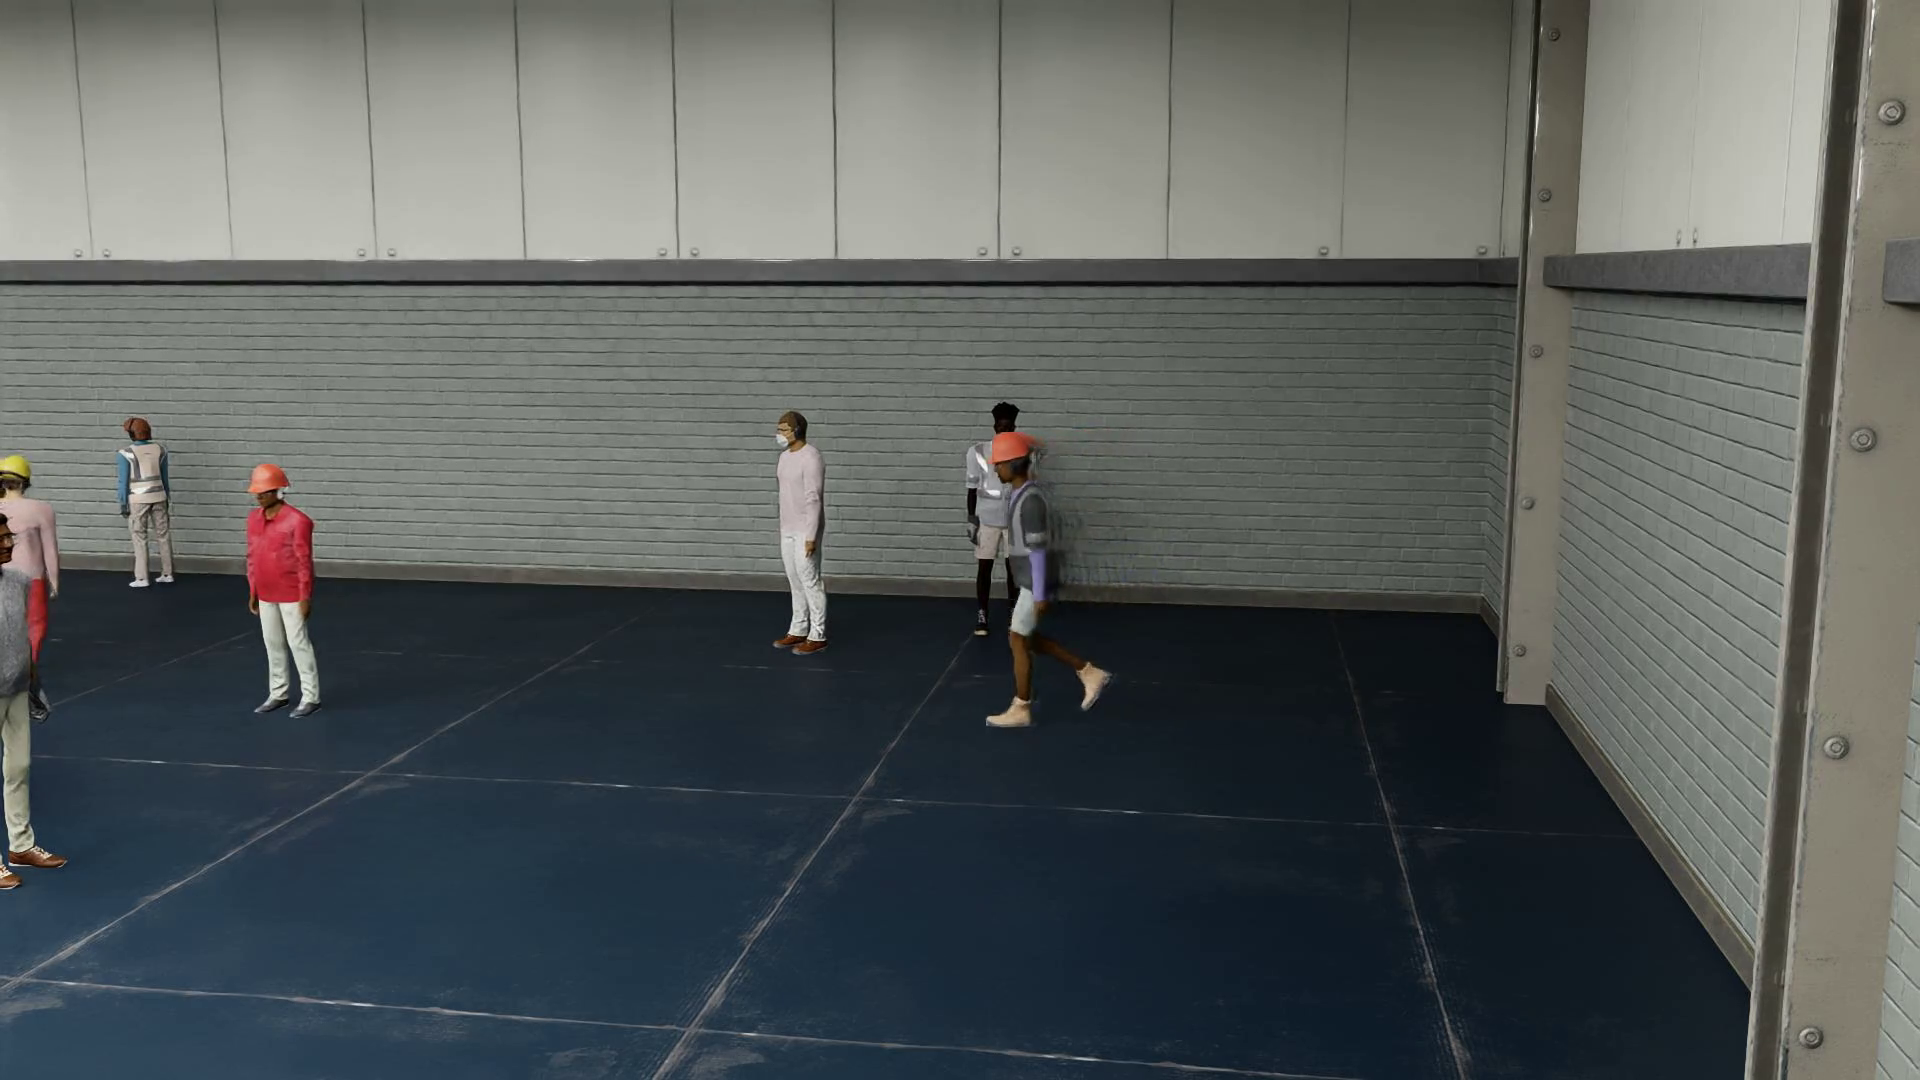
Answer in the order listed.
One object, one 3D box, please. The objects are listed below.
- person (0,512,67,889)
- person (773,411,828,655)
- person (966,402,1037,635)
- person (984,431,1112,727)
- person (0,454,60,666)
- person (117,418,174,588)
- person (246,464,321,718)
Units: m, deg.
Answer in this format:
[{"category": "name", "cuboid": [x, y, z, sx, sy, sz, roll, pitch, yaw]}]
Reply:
[{"category": "person", "cuboid": [-4.748, 0.771, 8.251, 0.327, 1.876, 0.516, 2, 9, 13]}, {"category": "person", "cuboid": [-1.270, -0.061, 13.216, 0.383, 1.934, 0.633, -6, 11, -31]}, {"category": "person", "cuboid": [0.346, -0.174, 13.839, 0.602, 1.960, 0.373, -1, 9, -7]}, {"category": "person", "cuboid": [0.567, 0.266, 11.032, 0.810, 2.001, 0.618, -1, 9, -4]}, {"category": "person", "cuboid": [-6.666, 0.274, 11.742, 0.527, 1.740, 0.660, -2, 9, -9]}, {"category": "person", "cuboid": [-7.826, -0.359, 15.980, 0.313, 1.630, 0.510, 6, 11, 32]}, {"category": "person", "cuboid": [-4.632, 0.344, 11.300, 0.562, 1.741, 0.357, 4, 10, 25]}]
